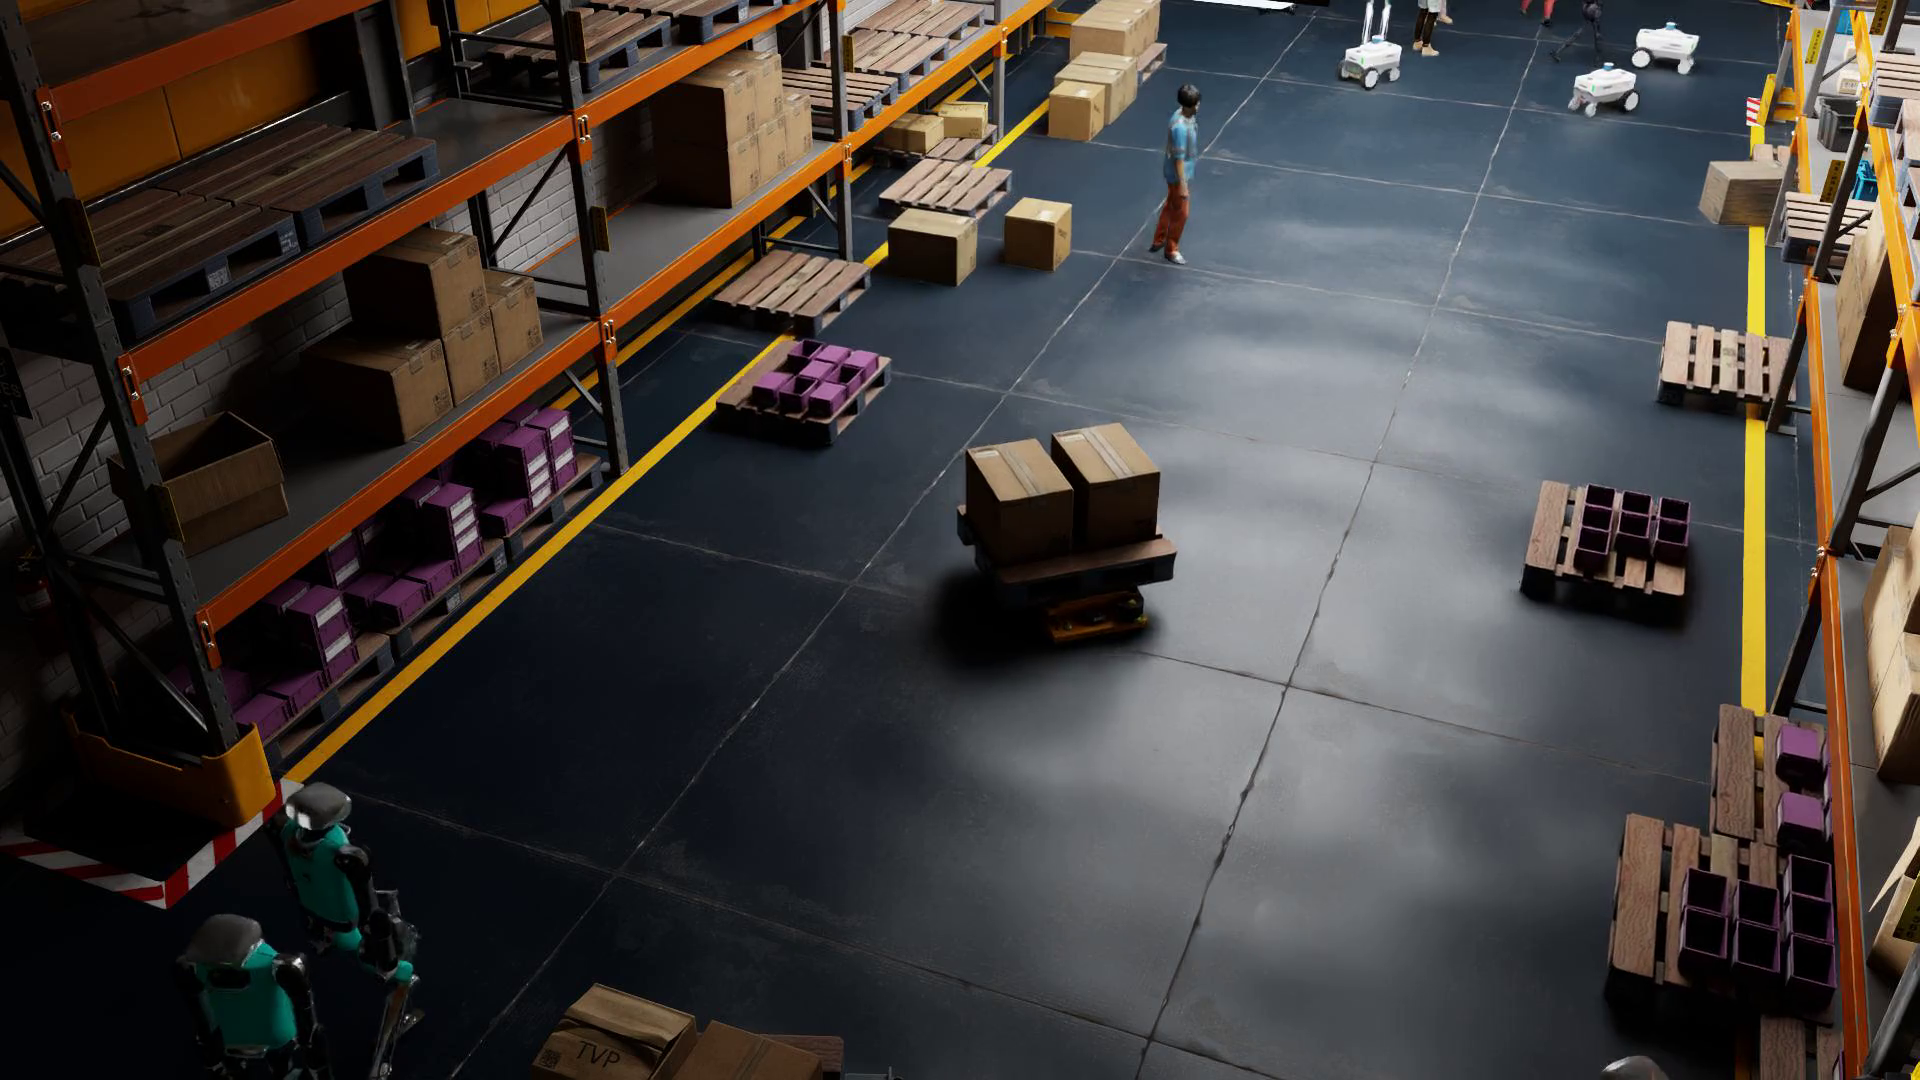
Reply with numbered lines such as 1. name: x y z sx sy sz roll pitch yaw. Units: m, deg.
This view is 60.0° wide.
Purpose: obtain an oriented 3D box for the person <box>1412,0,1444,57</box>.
1. person: 6.030 -7.031 21.164 0.319 1.693 0.531 -8 34 -12

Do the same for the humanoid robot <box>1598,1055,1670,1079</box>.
1. humanoid robot: 2.451 2.730 6.072 0.562 1.857 0.762 -19 37 -27

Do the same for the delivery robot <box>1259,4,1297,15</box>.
1. delivery robot: 4.423 -7.643 23.140 0.499 0.577 0.769 2 33 3

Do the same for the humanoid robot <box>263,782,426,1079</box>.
1. humanoid robot: -2.645 1.718 7.571 0.551 1.770 0.808 15 36 22

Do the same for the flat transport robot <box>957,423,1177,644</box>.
1. flat transport robot: 0.697 0.191 11.296 0.659 0.231 1.431 -10 34 -15

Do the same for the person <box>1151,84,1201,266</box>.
1. person: 2.013 -3.466 15.609 0.405 1.737 0.666 7 33 10

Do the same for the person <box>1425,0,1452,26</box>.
1. person: 6.530 -7.820 22.303 0.479 1.776 0.319 -17 37 -25

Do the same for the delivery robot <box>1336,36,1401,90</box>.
1. delivery robot: 5.057 -5.894 20.421 0.737 0.564 0.499 -20 38 -27

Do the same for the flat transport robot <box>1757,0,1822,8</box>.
1. flat transport robot: 12.005 -7.817 23.689 1.431 0.231 0.659 -25 40 -33

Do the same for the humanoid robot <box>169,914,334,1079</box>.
1. humanoid robot: -2.807 2.350 6.597 0.540 1.759 0.788 1 33 2

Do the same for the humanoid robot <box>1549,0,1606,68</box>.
1. humanoid robot: 7.874 -6.729 20.759 0.703 1.649 0.610 7 33 10

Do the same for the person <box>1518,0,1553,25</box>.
1. person: 7.911 -7.887 22.455 0.524 1.723 0.891 1 33 2

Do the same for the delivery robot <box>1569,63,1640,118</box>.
1. delivery robot: 7.586 -5.297 19.539 0.788 0.610 0.499 -15 36 -22

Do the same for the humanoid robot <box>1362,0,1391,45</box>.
1. humanoid robot: 5.454 -7.266 21.431 0.530 1.740 0.687 7 34 11

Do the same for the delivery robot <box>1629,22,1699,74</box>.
1. delivery robot: 8.856 -6.203 20.934 0.788 0.601 0.499 16 36 23
